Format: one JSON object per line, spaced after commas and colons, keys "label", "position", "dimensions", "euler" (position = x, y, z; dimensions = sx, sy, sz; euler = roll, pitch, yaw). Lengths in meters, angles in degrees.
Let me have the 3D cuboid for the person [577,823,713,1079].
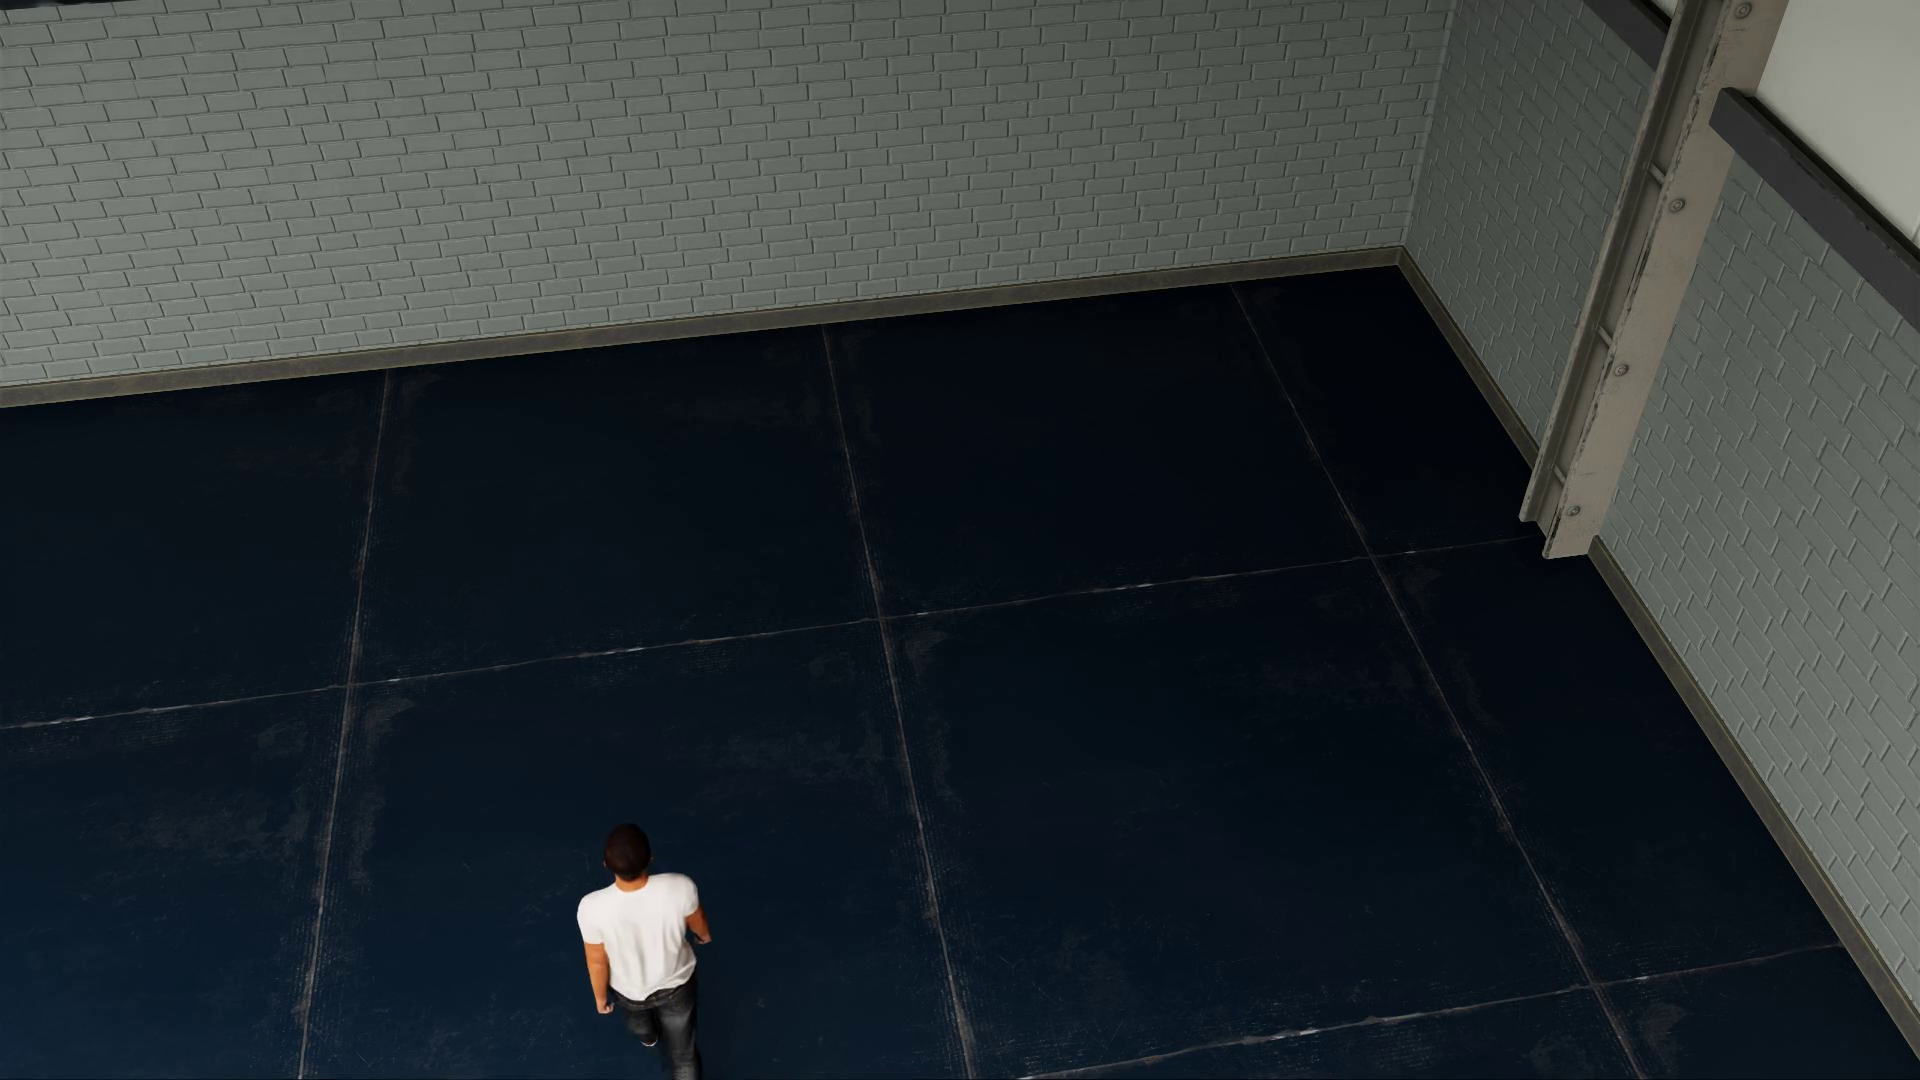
{"label": "person", "position": [-1.257, 1.875, 6.855], "dimensions": [0.714, 1.777, 0.999], "euler": [-11, 44, -12]}
